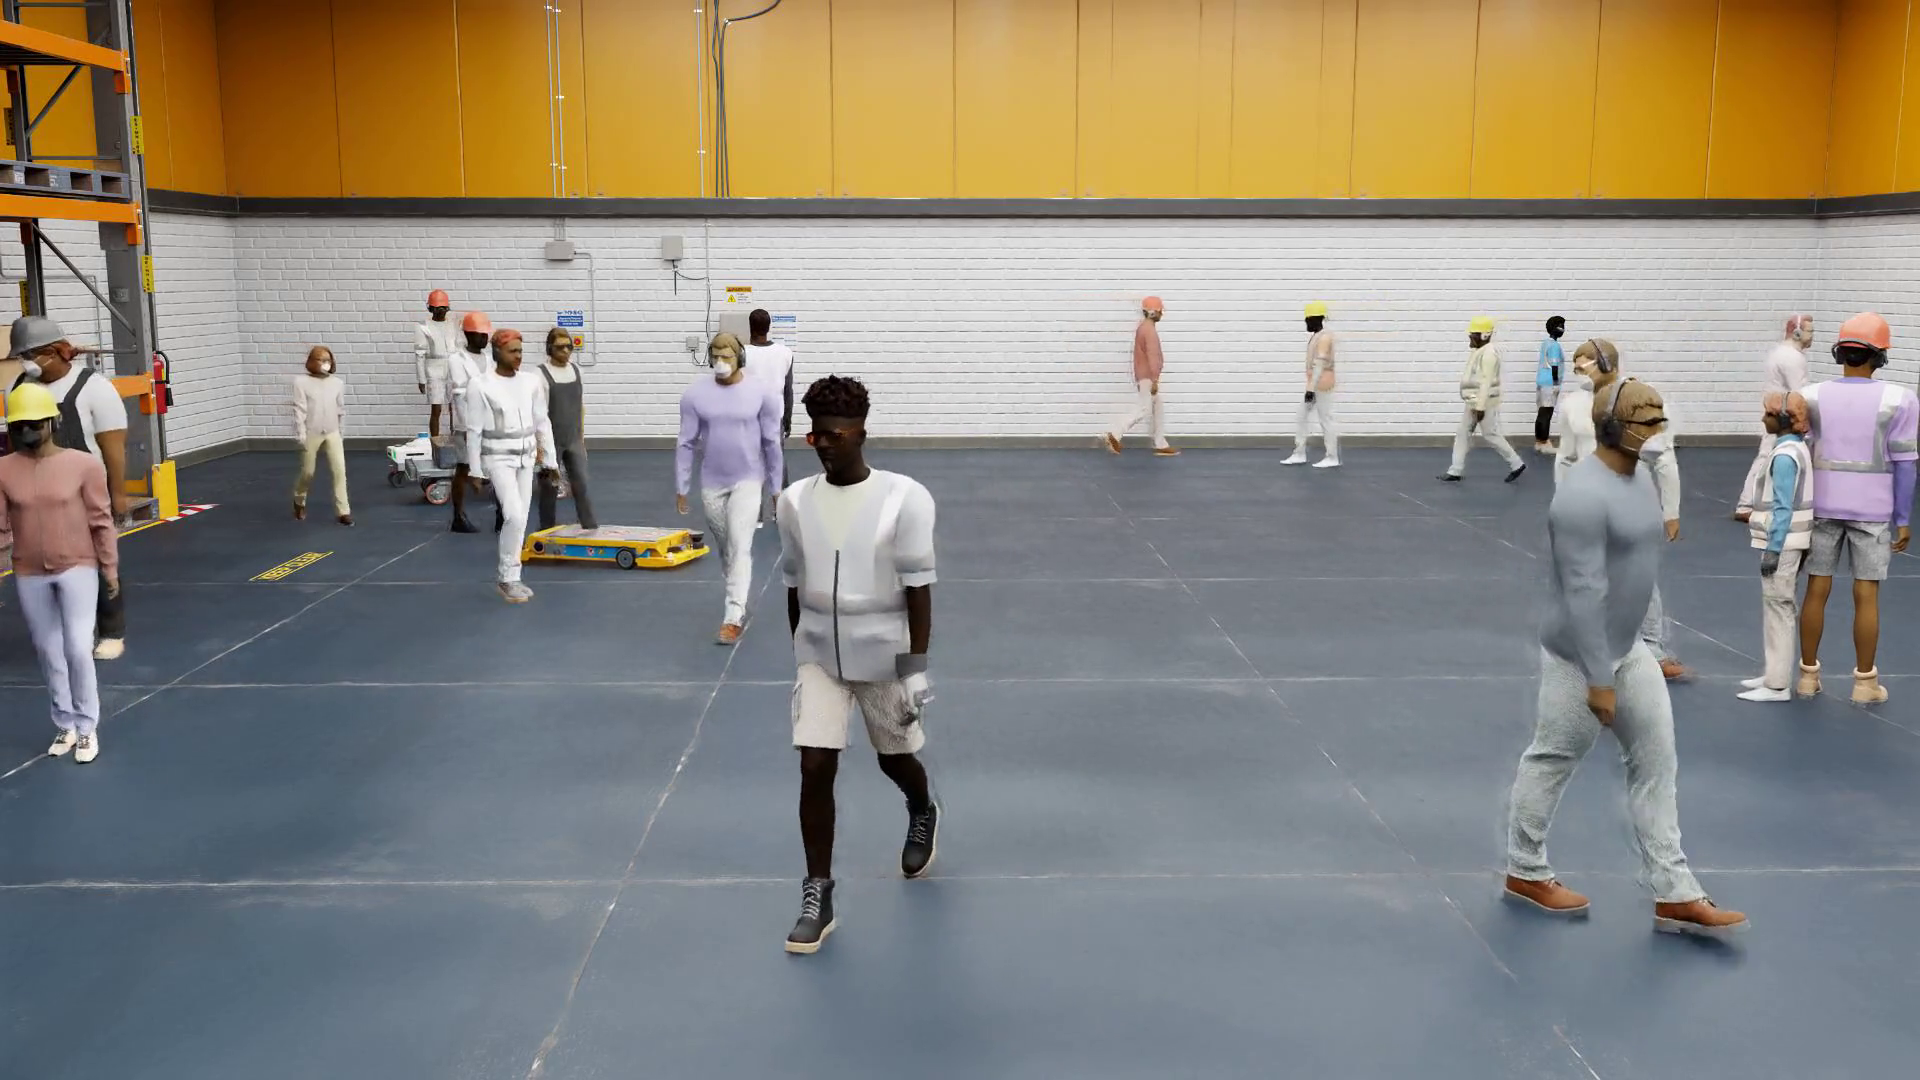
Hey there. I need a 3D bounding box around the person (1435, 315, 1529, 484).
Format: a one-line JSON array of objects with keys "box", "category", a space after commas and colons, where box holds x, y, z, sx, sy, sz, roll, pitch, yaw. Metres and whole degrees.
[{"box": [5.545, -1.466, 17.484, 0.912, 1.795, 0.593, 1, 9, 5], "category": "person"}]

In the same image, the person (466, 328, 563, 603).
[{"box": [-3.023, -0.501, 11.333, 0.603, 1.865, 0.589, 7, 11, 35], "category": "person"}]

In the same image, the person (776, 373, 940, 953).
[{"box": [-0.334, 0.372, 5.798, 0.600, 1.926, 0.930, 3, 10, 17], "category": "person"}]

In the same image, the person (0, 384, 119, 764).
[{"box": [-4.171, 0.161, 7.616, 0.547, 1.744, 0.588, -2, 9, -11], "category": "person"}]

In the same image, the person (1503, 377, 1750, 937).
[{"box": [2.269, 0.414, 5.590, 0.931, 1.897, 0.647, 9, 13, 43], "category": "person"}]

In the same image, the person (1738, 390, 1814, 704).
[{"box": [4.295, 0.036, 8.720, 0.309, 1.638, 0.522, 5, 11, 30], "category": "person"}]

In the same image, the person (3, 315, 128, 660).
[{"box": [-5.160, -0.304, 9.574, 0.725, 2.000, 0.538, 0, 9, 1], "category": "person"}]

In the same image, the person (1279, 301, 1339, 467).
[{"box": [3.988, -1.755, 18.927, 0.786, 1.897, 0.600, 0, 9, -2], "category": "person"}]

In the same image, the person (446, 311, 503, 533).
[{"box": [-4.061, -0.984, 14.167, 0.823, 1.907, 0.566, 5, 11, 29], "category": "person"}]

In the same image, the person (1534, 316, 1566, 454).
[{"box": [7.252, -1.905, 20.440, 0.322, 1.698, 0.533, 1, 9, 7], "category": "person"}]

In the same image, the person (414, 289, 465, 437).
[{"box": [-6.127, -1.950, 19.709, 0.620, 2.030, 0.405, -8, 12, -41], "category": "person"}]

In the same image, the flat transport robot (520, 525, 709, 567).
[{"box": [-2.741, 0.034, 12.915, 1.431, 0.197, 0.652, 3, 10, 16], "category": "flat transport robot"}]

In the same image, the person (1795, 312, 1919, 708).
[{"box": [4.625, -0.156, 8.658, 0.605, 2.045, 0.386, 8, 12, 40], "category": "person"}]

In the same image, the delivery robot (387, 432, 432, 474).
[{"box": [-5.618, -0.890, 17.428, 0.707, 0.478, 0.477, -5, 10, -29], "category": "delivery robot"}]

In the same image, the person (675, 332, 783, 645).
[{"box": [-1.432, -0.355, 10.375, 0.650, 1.892, 1.025, 1, 9, 7], "category": "person"}]

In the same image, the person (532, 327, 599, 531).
[{"box": [-3.074, -0.746, 12.976, 0.793, 1.809, 0.536, 9, 13, 44], "category": "person"}]

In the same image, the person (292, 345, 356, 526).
[{"box": [-5.724, -0.940, 14.821, 0.504, 1.600, 0.810, -9, 13, -44], "category": "person"}]

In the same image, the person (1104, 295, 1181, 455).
[{"box": [2.210, -1.977, 20.095, 0.894, 1.963, 0.626, 0, 9, -2], "category": "person"}]

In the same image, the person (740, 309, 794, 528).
[{"box": [-1.728, -1.052, 14.584, 0.589, 1.905, 0.392, -6, 11, -32], "category": "person"}]

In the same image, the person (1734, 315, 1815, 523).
[{"box": [7.394, -1.040, 14.650, 0.993, 1.856, 0.642, 4, 10, 25], "category": "person"}]

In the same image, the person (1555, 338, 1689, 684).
[{"box": [3.644, -0.155, 9.126, 0.467, 1.894, 0.781, -9, 13, -43], "category": "person"}]
